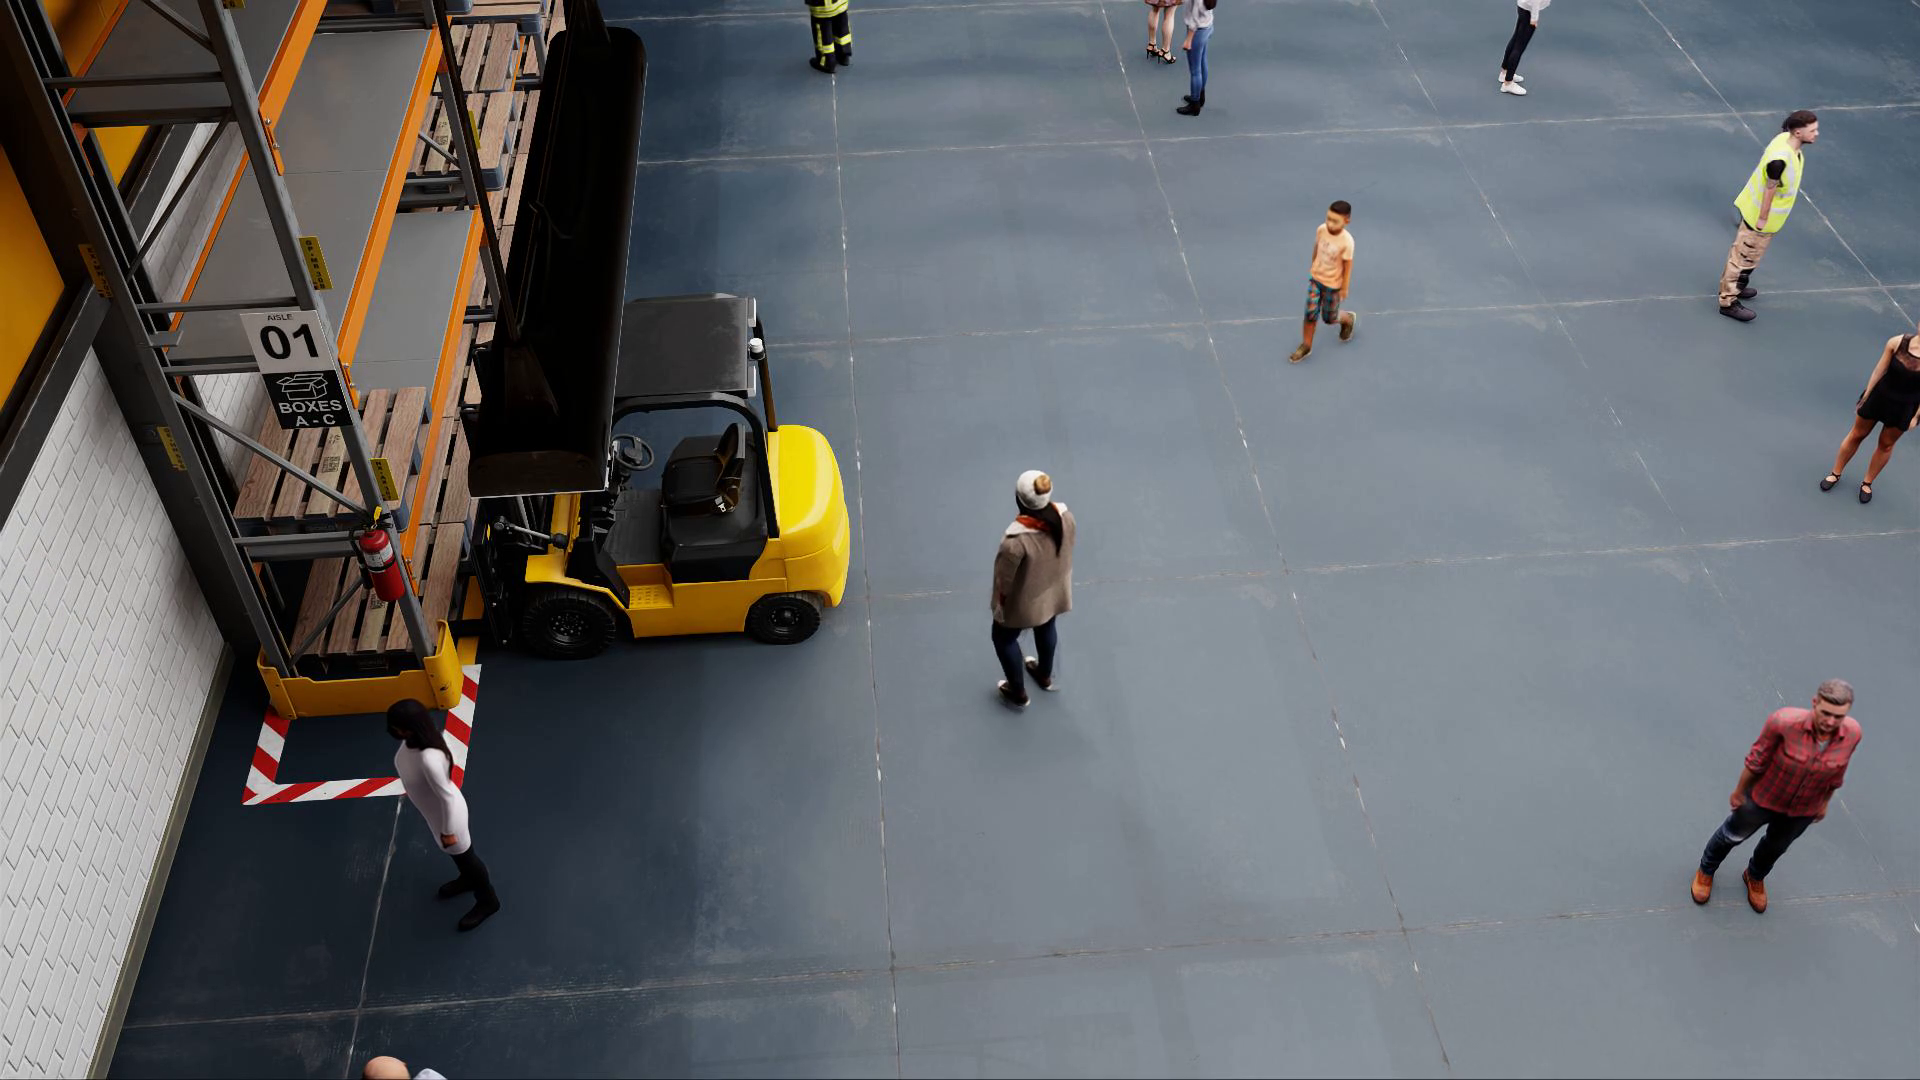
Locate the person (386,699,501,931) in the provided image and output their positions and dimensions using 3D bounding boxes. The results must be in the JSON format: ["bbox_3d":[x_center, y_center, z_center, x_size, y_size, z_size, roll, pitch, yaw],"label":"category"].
[{"bbox_3d":[-2.867,1.500,9.240,0.746,1.807,0.615,-24,49,-23],"label":"person"}]

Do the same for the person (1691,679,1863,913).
[{"bbox_3d":[4.608,1.414,9.313,0.747,1.830,0.646,7,44,7],"label":"person"}]

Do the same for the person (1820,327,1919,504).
[{"bbox_3d":[6.711,-0.995,11.957,0.680,1.672,0.727,25,49,24],"label":"person"}]

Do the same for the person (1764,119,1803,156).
[{"bbox_3d":[7.054,-3.134,14.507,0.489,1.251,0.608,-2,44,-2],"label":"person"}]

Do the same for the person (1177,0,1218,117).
[{"bbox_3d":[2.326,-4.911,16.096,0.736,1.633,0.610,16,46,16],"label":"person"}]

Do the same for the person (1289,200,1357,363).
[{"bbox_3d":[2.976,-2.095,13.277,0.888,1.443,0.877,-32,52,-29],"label":"person"}]

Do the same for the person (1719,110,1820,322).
[{"bbox_3d":[6.607,-2.695,13.616,0.897,1.845,0.812,18,46,18],"label":"person"}]

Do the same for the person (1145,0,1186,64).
[{"bbox_3d":[2.095,-5.684,16.805,0.858,1.774,0.780,-28,50,-27],"label":"person"}]

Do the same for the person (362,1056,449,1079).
[{"bbox_3d":[-2.475,2.925,7.756,0.776,1.790,0.616,9,44,10],"label":"person"}]

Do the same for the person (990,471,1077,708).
[{"bbox_3d":[0.460,0.312,10.427,0.842,1.890,0.857,-27,50,-25],"label":"person"}]

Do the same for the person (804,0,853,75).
[{"bbox_3d":[-1.341,-5.611,16.695,0.864,1.821,0.890,-31,52,-29],"label":"person"}]

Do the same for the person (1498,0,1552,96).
[{"bbox_3d":[5.621,-5.262,16.416,0.733,1.700,0.569,6,44,6],"label":"person"}]
